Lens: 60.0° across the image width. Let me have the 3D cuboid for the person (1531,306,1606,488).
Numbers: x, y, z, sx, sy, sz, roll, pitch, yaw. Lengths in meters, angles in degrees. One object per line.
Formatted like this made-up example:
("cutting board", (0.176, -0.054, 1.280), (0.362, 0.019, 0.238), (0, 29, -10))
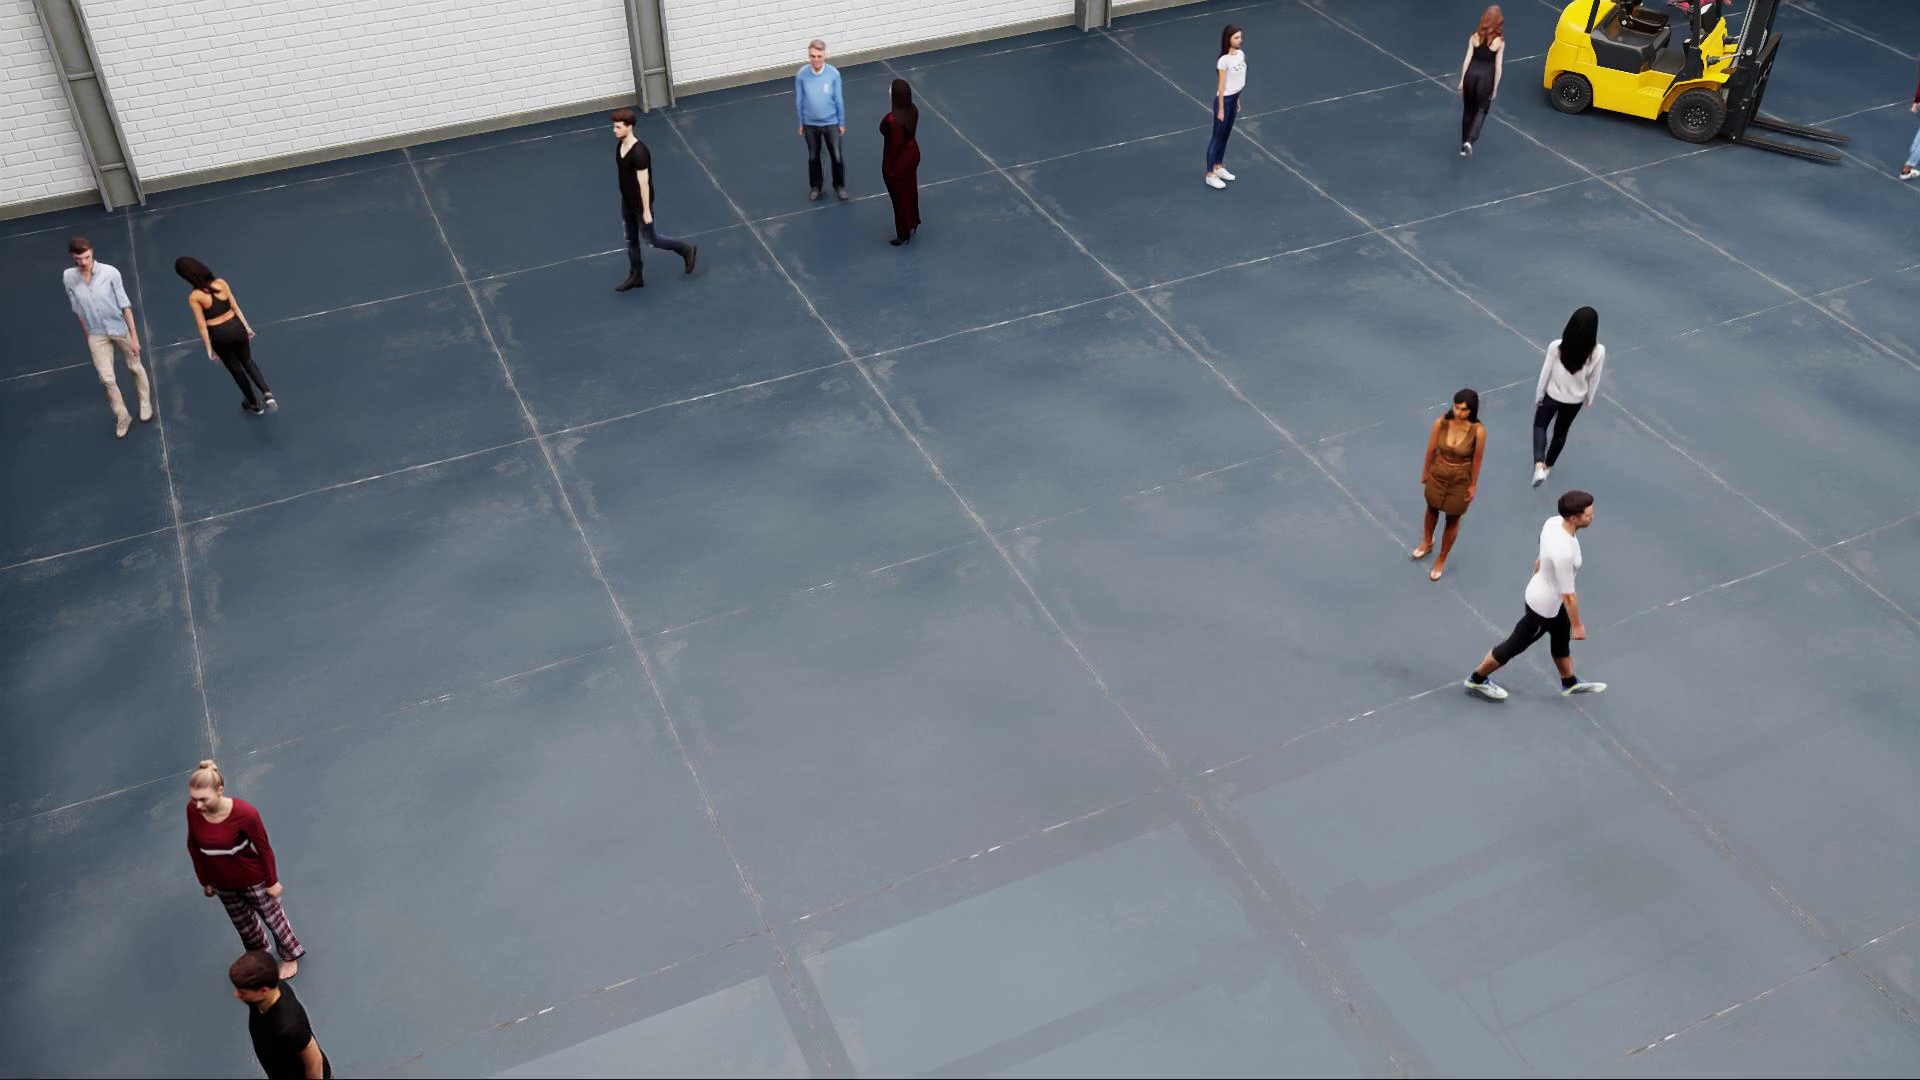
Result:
("person", (4.941, -1.129, 13.610), (0.913, 1.685, 0.944), (8, 39, 10))

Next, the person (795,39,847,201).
("person", (-1.474, -4.481, 17.715), (0.688, 1.800, 0.809), (3, 39, 3))

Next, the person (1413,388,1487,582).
("person", (3.793, -0.489, 12.815), (0.742, 1.678, 0.800), (24, 44, 27))

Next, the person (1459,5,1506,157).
("person", (5.749, -5.052, 18.484), (0.872, 1.733, 0.953), (16, 41, 19))

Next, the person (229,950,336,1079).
("person", (-3.415, 2.750, 8.611), (0.766, 1.861, 0.720), (30, 47, 32))

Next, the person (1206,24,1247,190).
("person", (2.872, -4.713, 18.025), (0.727, 1.775, 0.615), (24, 44, 27))

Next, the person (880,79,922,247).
("person", (-0.586, -3.868, 16.982), (0.816, 1.757, 0.758), (12, 40, 15))

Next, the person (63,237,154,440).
("person", (-7.321, -1.848, 14.397), (0.762, 1.826, 0.771), (-9, 40, -12))

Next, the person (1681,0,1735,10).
("person", (9.995, -7.750, 21.907), (1.136, 1.677, 0.644), (-13, 40, -16))

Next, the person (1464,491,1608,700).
("person", (3.970, 0.428, 11.562), (1.291, 1.808, 1.169), (10, 40, 12))

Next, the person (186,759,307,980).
("person", (-4.217, 1.953, 9.740), (0.602, 1.698, 0.742), (1, 39, 1))

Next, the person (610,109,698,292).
("person", (-3.037, -3.316, 16.195), (1.164, 1.876, 0.802), (-23, 44, -26))

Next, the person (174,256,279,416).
("person", (-6.300, -1.715, 14.406), (0.864, 1.607, 0.861), (31, 48, 33))

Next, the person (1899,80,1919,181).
("person", (10.590, -4.706, 18.150), (0.819, 1.609, 0.641), (-18, 42, -21))
